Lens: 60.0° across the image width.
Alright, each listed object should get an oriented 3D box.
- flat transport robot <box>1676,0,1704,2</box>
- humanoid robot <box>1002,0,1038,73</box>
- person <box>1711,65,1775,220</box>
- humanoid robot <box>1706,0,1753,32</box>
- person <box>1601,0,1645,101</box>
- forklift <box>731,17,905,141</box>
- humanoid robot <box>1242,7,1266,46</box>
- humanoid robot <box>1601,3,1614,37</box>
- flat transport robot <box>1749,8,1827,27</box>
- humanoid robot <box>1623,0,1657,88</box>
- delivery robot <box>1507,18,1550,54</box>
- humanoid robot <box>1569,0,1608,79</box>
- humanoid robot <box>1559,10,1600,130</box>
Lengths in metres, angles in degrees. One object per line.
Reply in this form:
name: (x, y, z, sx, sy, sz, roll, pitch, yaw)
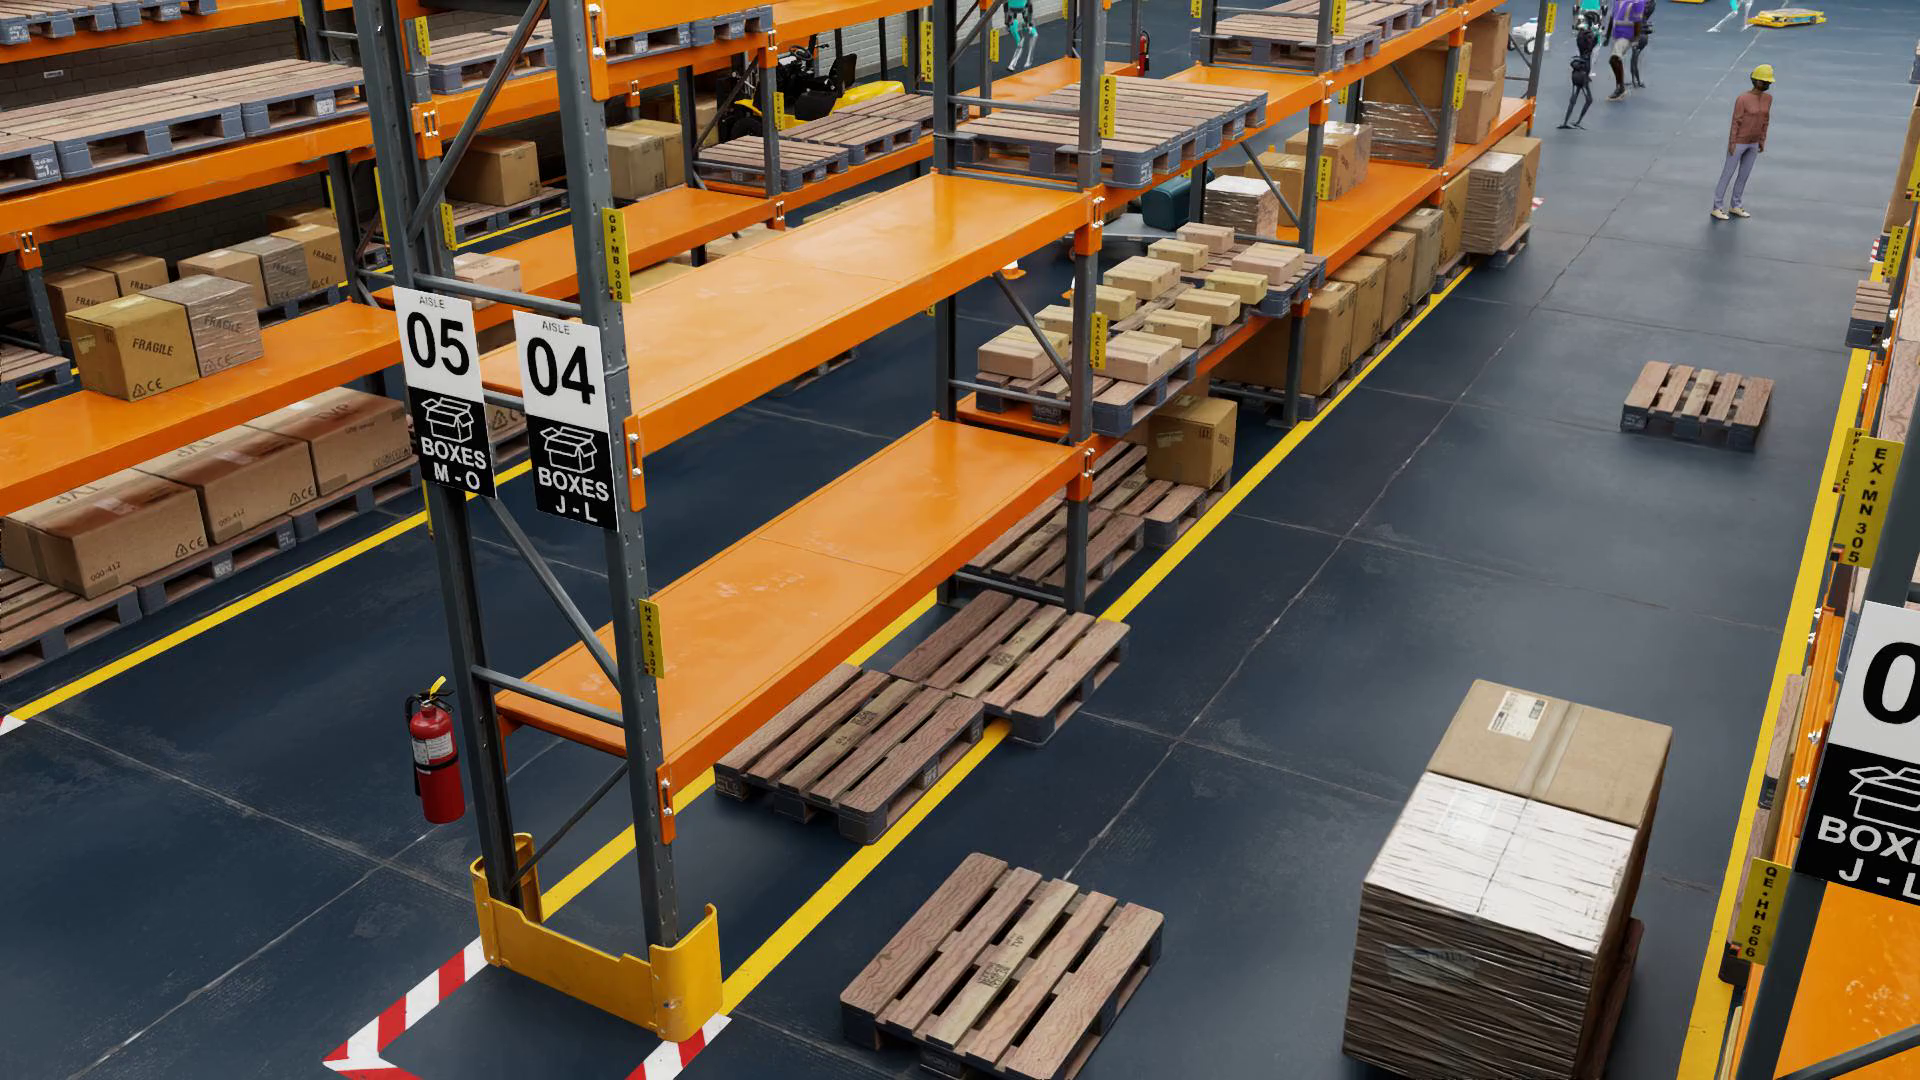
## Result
flat transport robot: (15.832, -11.754, 35.766, 0.659, 0.231, 1.431, 19, 31, 33)
humanoid robot: (1.039, -8.591, 27.533, 0.538, 1.737, 1.028, 13, 28, 24)
person: (9.057, -4.569, 19.123, 0.522, 1.761, 0.344, -10, 27, -19)
humanoid robot: (14.800, -10.478, 31.470, 0.991, 1.770, 0.542, 6, 26, 11)
person: (10.089, -7.687, 25.393, 0.489, 1.932, 0.615, -6, 26, -12)
forklift: (-1.819, -5.975, 21.543, 2.313, 2.155, 1.214, 14, 29, 26)
humanoid robot: (4.290, -6.785, 23.817, 0.593, 1.641, 0.489, 20, 32, 35)
humanoid robot: (12.340, -10.160, 30.844, 0.609, 1.637, 0.613, -21, 33, -37)
flat transport robot: (16.264, -10.256, 32.652, 1.431, 0.231, 0.659, -13, 28, -24)
humanoid robot: (10.831, -8.046, 26.435, 0.319, 1.651, 0.600, 10, 27, 19)
delivery robot: (10.188, -8.999, 29.729, 0.814, 0.611, 0.499, -16, 30, -29)
humanoid robot: (10.317, -8.449, 27.257, 0.562, 1.789, 0.847, 12, 28, 23)
humanoid robot: (8.818, -6.647, 23.534, 0.448, 1.651, 0.591, 4, 26, 9)
